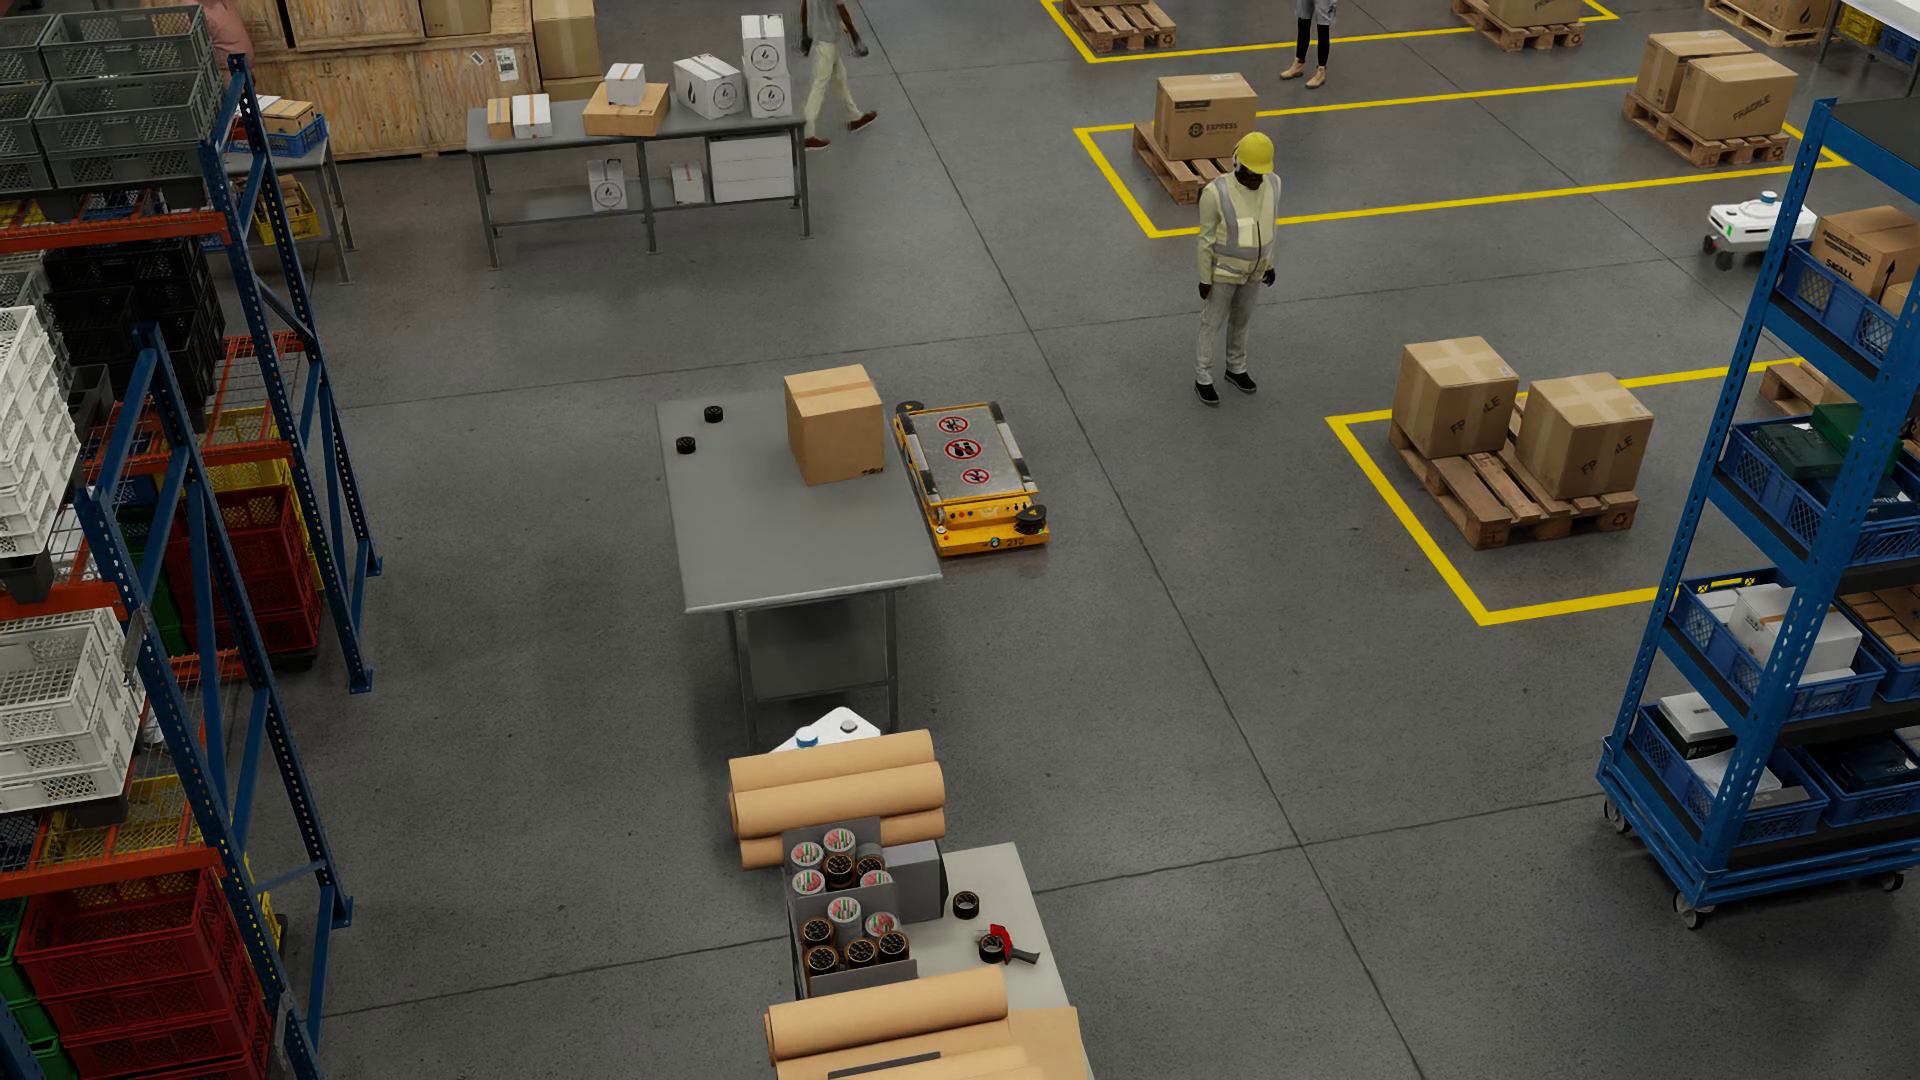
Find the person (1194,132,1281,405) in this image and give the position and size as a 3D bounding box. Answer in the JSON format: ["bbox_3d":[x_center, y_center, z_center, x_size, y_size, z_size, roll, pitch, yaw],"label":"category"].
[{"bbox_3d":[1.769,-1.730,10.566,0.589,1.822,0.403,-18,40,-22],"label":"person"}]

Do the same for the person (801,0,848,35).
[{"bbox_3d":[-1.376,-5.815,16.045,0.624,1.838,0.430,31,46,35],"label":"person"}]

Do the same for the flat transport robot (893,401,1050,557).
[{"bbox_3d":[0.046,-0.430,10.108,0.652,0.197,1.431,-8,37,-10],"label":"flat transport robot"}]

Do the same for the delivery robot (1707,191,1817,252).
[{"bbox_3d":[5.957,-2.353,12.382,0.707,0.478,0.477,-4,37,-5],"label":"delivery robot"}]

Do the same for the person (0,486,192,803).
[{"bbox_3d":[-4.005,0.381,7.678,0.356,1.882,0.574,13,39,17],"label":"person"}]

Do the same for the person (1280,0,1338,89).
[{"bbox_3d":[3.212,-4.945,14.990,0.315,1.696,0.541,-26,44,-31],"label":"person"}]

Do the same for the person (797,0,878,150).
[{"bbox_3d":[-1.059,-4.204,13.891,0.900,1.824,0.523,-20,41,-25],"label":"person"}]

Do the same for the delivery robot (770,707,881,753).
[{"bbox_3d":[-0.704,1.080,7.768,0.477,0.478,0.707,29,46,33],"label":"delivery robot"}]

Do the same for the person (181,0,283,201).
[{"bbox_3d":[-5.701,-3.619,13.034,0.408,1.909,0.642,-2,37,-2],"label":"person"}]
